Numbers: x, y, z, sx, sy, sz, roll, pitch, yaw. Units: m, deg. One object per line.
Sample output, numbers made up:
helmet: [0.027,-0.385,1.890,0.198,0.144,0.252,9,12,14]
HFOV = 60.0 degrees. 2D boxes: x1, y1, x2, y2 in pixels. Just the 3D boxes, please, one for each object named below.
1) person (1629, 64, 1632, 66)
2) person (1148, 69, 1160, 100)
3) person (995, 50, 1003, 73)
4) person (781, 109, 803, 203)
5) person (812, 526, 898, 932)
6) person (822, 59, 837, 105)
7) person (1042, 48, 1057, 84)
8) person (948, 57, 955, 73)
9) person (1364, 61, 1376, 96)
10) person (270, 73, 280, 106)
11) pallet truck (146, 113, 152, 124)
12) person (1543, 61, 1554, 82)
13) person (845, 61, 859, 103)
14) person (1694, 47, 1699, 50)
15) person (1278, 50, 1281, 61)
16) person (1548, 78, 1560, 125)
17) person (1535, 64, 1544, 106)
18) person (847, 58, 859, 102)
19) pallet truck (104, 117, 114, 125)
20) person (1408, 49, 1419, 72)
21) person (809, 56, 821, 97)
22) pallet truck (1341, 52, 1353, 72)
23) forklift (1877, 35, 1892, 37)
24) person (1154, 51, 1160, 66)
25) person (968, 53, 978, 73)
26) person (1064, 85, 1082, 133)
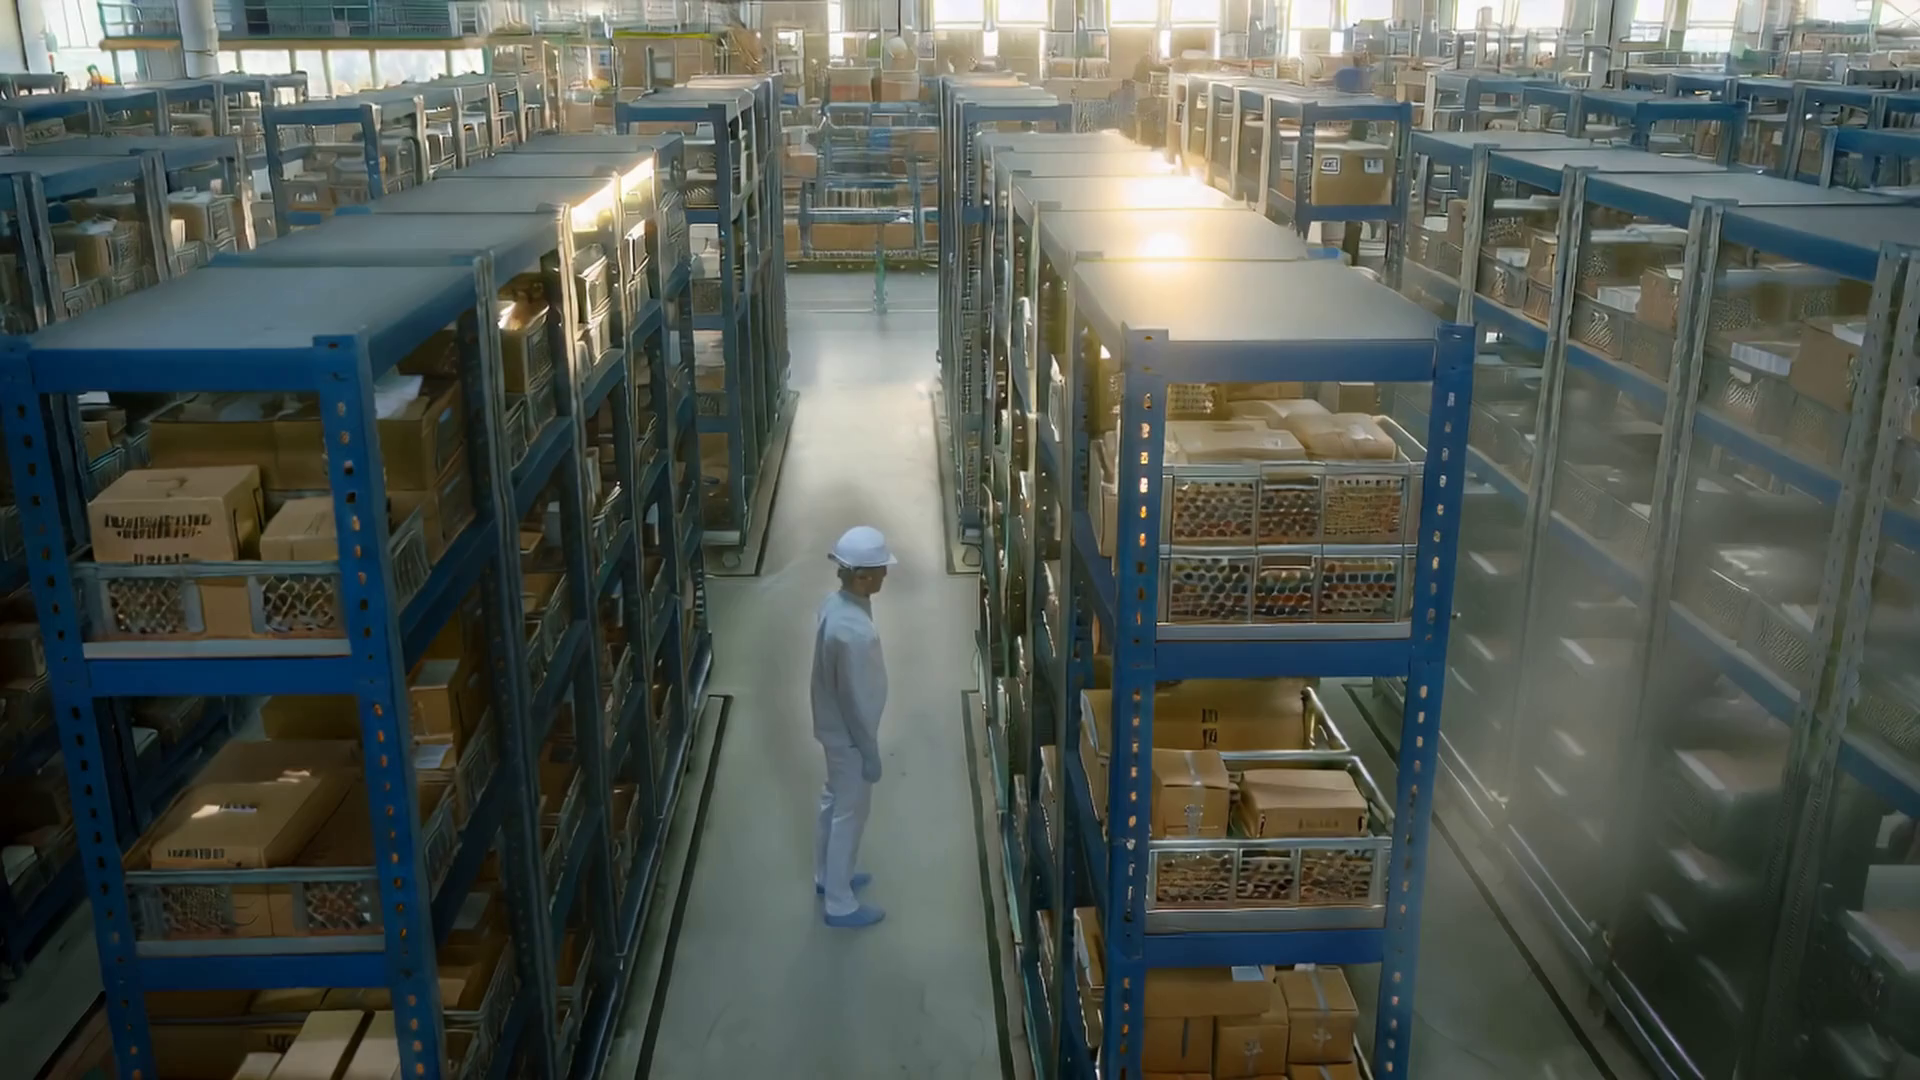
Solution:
person: [32.158,-22.514,80.442,0.636,1.936,0.354,-2,18,-5]
person: [7.853,-18.208,67.431,0.487,1.744,0.297,4,18,12]
person: [2.101,-25.621,90.229,0.430,1.831,0.656,8,20,23]
person: [-3.753,-8.529,36.996,0.609,2.044,0.393,-16,24,-41]
person: [-0.495,0.890,7.965,0.431,1.981,0.631,-5,19,-15]
person: [-5.646,-19.958,72.497,0.631,1.954,0.814,-9,20,-25]
person: [4.912,-25.992,91.242,0.743,1.917,0.606,3,18,11]
person: [-0.386,-21.188,76.388,0.376,1.912,0.587,3,18,9]
person: [17.606,-19.608,71.501,0.680,1.905,0.623,7,19,20]
person: [-25.374,-16.325,61.479,0.650,1.820,0.544,10,20,27]
pallet truck: [-18.087,-8.309,36.390,1.885,1.965,0.823,-1,18,-4]
person: [25.404,-19.743,71.956,0.574,1.883,0.355,-17,24,-42]
person: [-4.691,-19.719,71.872,0.550,1.890,0.948,-8,20,-24]
person: [41.624,-26.997,94.383,0.855,1.901,0.594,-5,19,-15]
person: [17.400,-25.477,89.699,0.868,1.898,0.588,1,18,2]
person: [21.514,-15.872,60.263,0.347,1.722,0.660,8,20,23]
person: [24.075,-18.867,69.291,0.522,1.858,0.320,-10,20,-28]
person: [-4.824,-20.704,74.873,0.589,1.920,0.392,5,19,15]
pallet truck: [-18.367,-7.885,35.078,1.885,1.965,0.823,1,18,2]
person: [23.362,-24.256,85.667,0.536,2.000,0.673,0,18,-1]
person: [-6.898,-22.092,79.241,0.593,1.871,0.480,3,18,10]
pallet truck: [18.794,-23.123,82.231,0.823,1.965,1.885,-13,22,-35]
forklift: [44.168,-22.919,80.186,1.129,2.768,1.873,-1,18,-2]
person: [10.611,-25.235,89.059,0.947,1.820,0.498,-7,19,-20]
person: [0.637,-24.356,86.382,0.645,1.785,0.989,-12,22,-34]
person: [3.417,-12.783,50.368,0.548,1.919,0.717,0,18,0]
